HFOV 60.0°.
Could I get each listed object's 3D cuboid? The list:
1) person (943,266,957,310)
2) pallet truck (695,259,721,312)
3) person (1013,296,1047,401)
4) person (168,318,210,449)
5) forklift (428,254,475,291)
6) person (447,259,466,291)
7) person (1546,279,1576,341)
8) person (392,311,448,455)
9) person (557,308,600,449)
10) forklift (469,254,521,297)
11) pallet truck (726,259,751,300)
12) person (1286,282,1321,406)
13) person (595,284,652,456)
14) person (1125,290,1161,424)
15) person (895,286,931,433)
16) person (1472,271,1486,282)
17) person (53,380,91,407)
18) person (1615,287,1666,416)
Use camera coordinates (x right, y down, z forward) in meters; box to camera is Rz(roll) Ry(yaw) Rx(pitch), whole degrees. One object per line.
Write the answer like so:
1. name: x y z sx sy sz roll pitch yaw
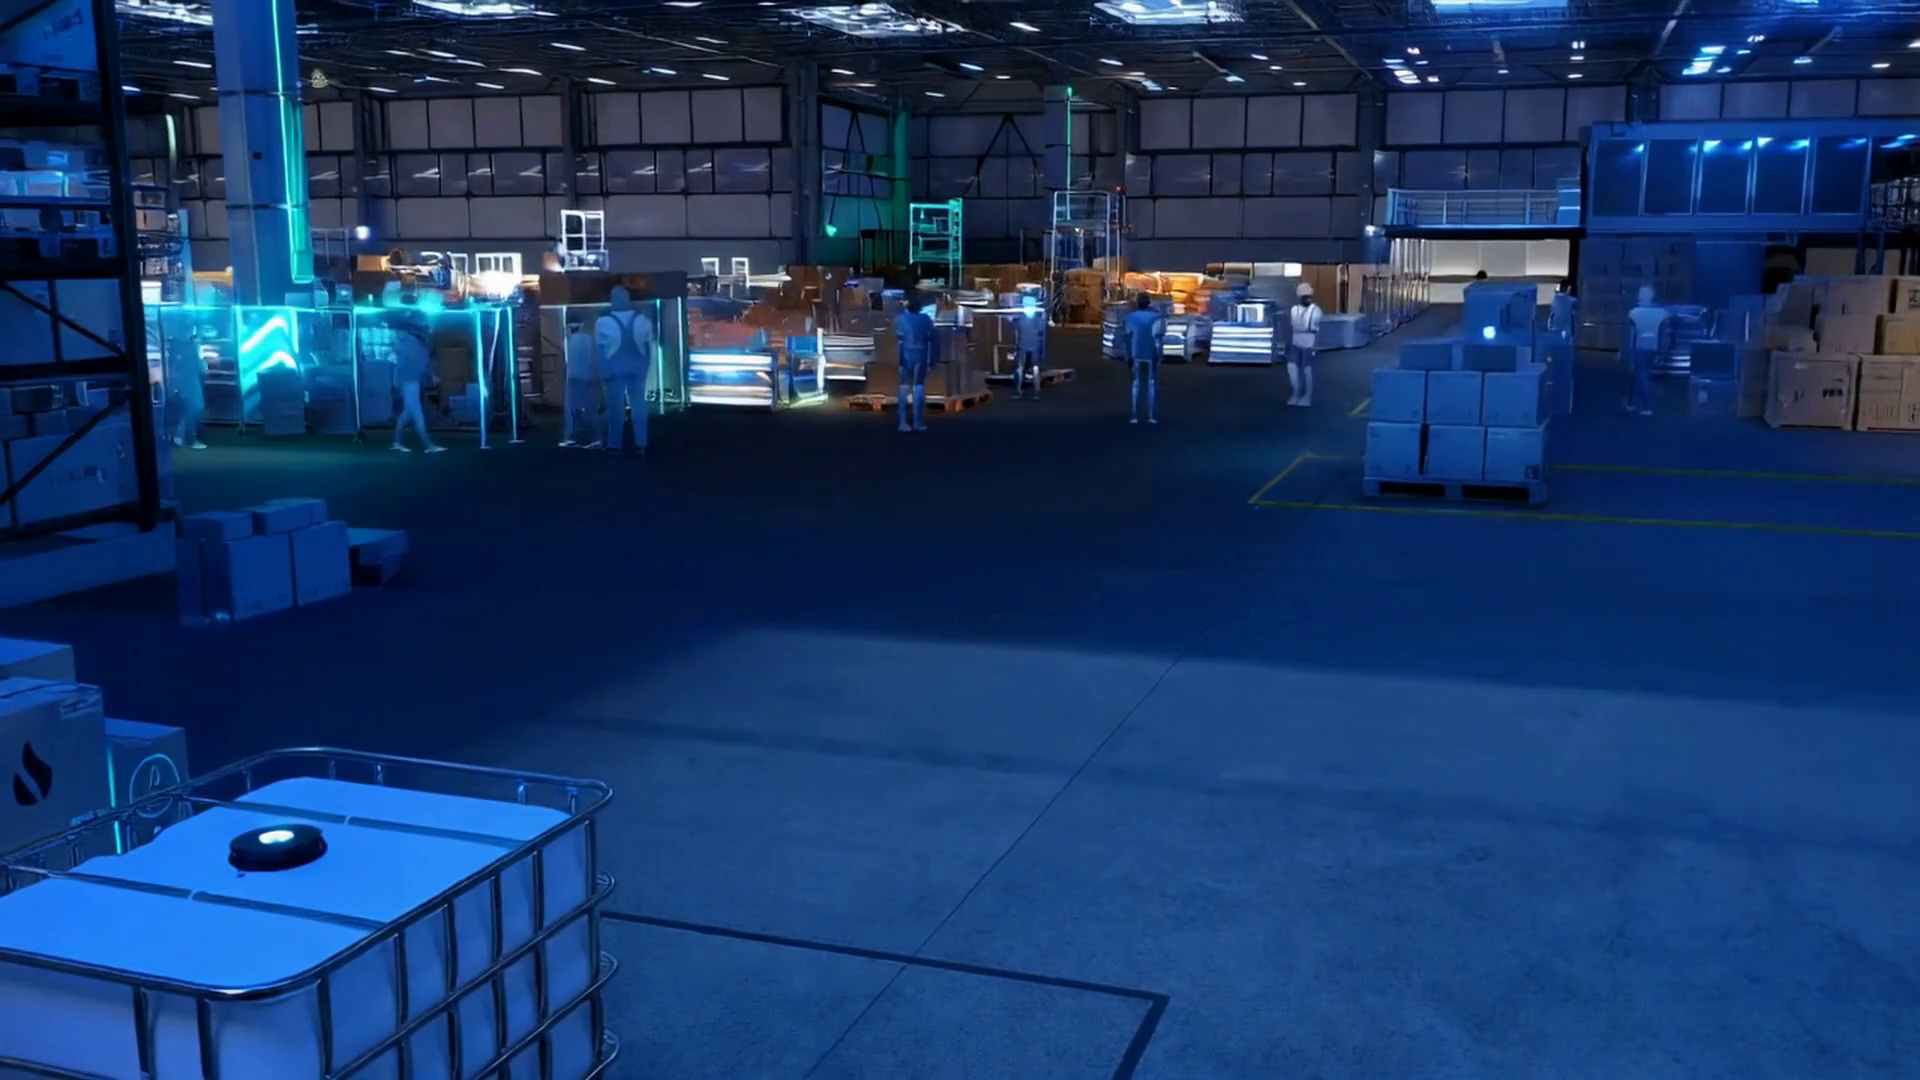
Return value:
1. person: -0.373 -9.846 64.261 0.409 1.906 0.651 -9 14 -42
2. pallet truck: -9.165 -9.627 62.776 0.823 1.965 1.885 4 11 23
3. person: 1.125 -3.071 26.729 0.537 1.693 0.320 1 10 6
4. person: -9.407 -1.905 20.348 0.339 1.624 0.504 2 10 13
5. forklift: -20.133 -10.254 65.465 1.157 1.987 2.680 3 11 19
6. person: -16.594 -8.224 54.789 0.603 2.035 0.403 1 10 4
7. person: 11.204 -3.924 31.055 0.509 1.861 0.320 1 10 6
8. person: -6.519 -1.875 19.906 0.826 1.706 0.594 2 10 11
9. person: -4.671 -1.957 20.288 0.656 1.732 0.542 -10 14 -44
10. forklift: -17.990 -10.121 64.684 1.157 1.987 2.680 3 11 17
11. pallet truck: -7.986 -9.493 62.019 0.823 1.965 1.885 3 11 17
12. person: 5.288 -3.018 25.765 0.526 1.920 0.580 -8 13 -39
13. person: -4.042 -2.028 19.857 0.678 2.000 0.537 -6 12 -30
14. person: 2.566 -2.550 23.267 0.515 1.876 0.329 3 10 14
15. person: -0.611 -2.400 22.208 0.385 1.958 0.598 10 14 43
16. person: 11.585 -5.035 37.125 0.399 1.928 0.542 4 11 23
17. person: -10.693 -2.026 19.973 0.378 1.996 0.611 0 10 -2
18. person: 10.055 -2.798 24.643 0.597 1.868 0.977 -2 10 -12
